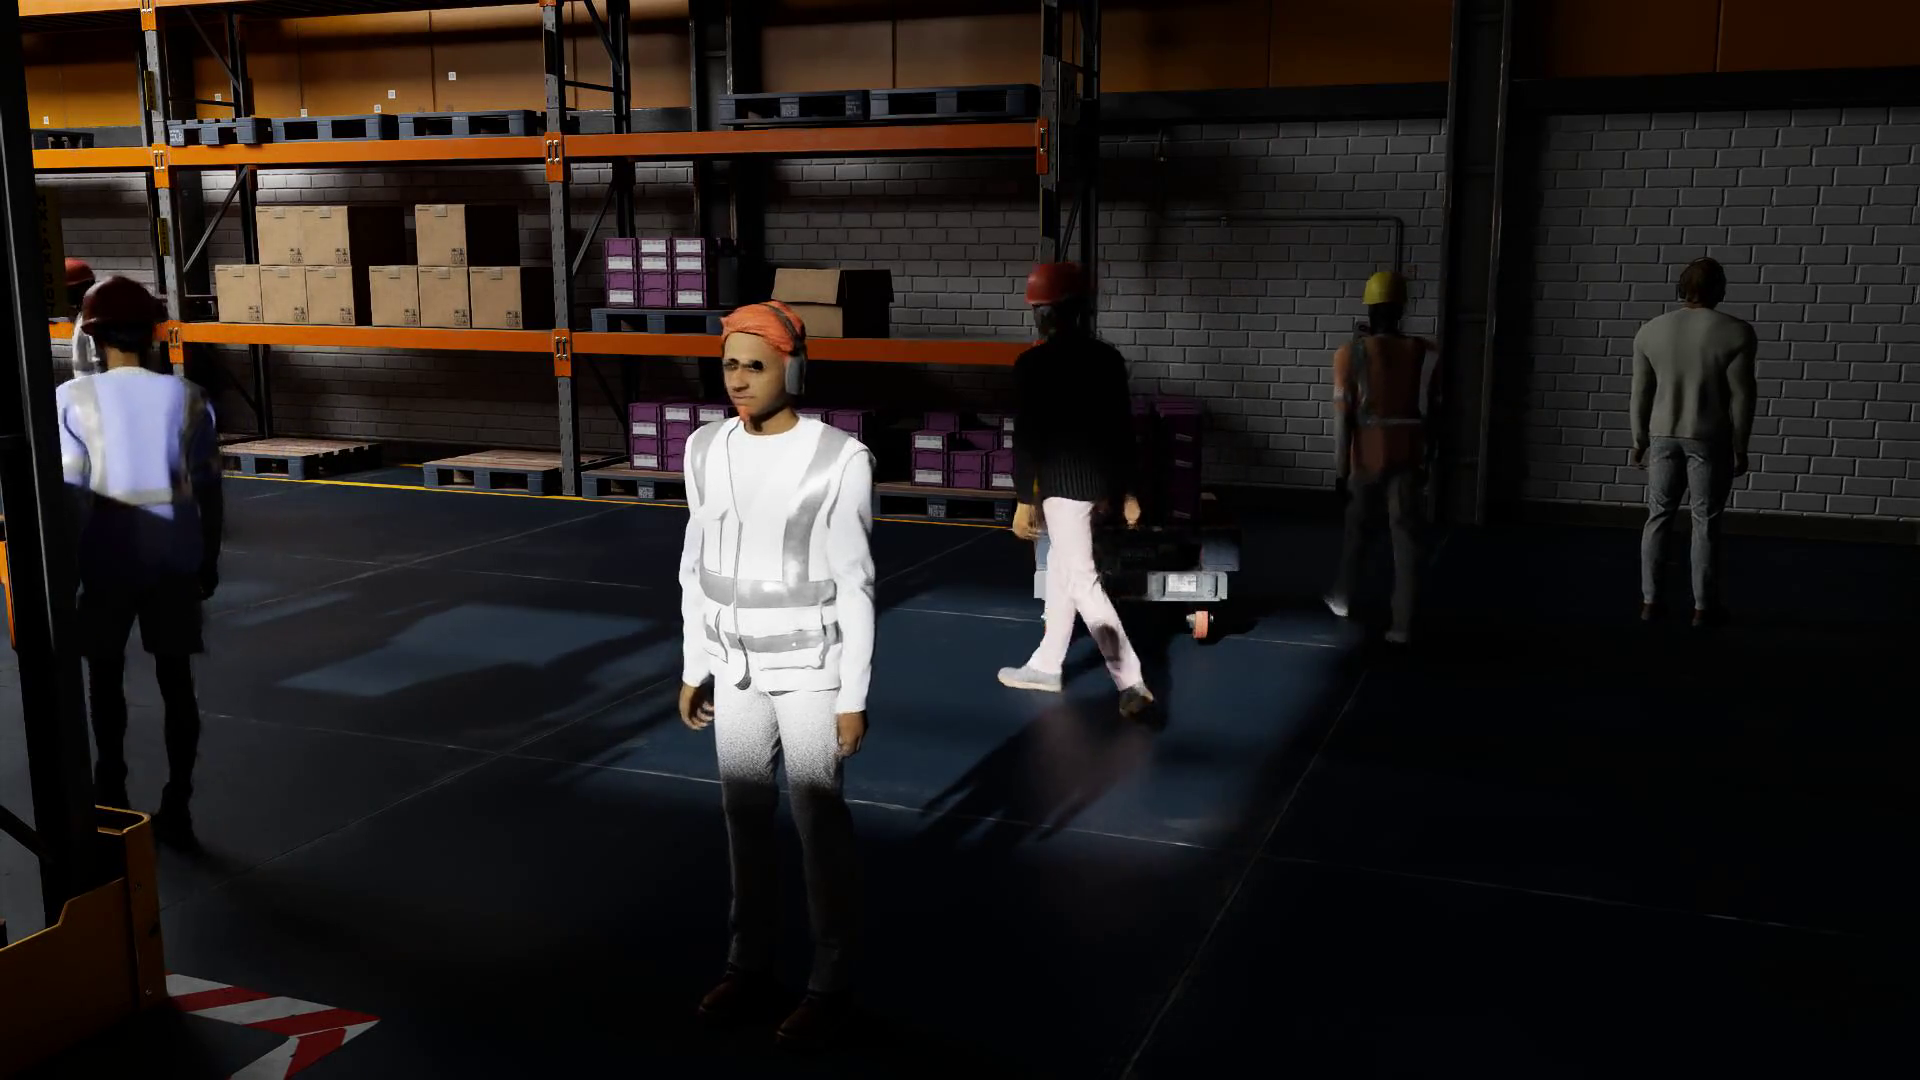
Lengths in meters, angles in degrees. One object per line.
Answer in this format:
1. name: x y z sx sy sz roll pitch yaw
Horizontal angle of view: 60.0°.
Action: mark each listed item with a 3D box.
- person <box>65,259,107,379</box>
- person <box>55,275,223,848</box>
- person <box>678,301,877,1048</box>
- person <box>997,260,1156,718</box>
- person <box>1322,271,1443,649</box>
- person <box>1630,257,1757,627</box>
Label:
1. person: -6.073 -1.018 11.734 0.486 1.916 0.686 -6 12 -31
2. person: -2.838 0.058 5.709 0.582 1.900 0.830 -9 13 -41
3. person: -0.466 0.339 4.230 0.579 1.878 0.345 6 12 31
4. person: 0.552 -0.221 7.174 0.929 1.955 0.613 9 14 42
5. person: 2.158 -0.428 8.527 0.600 1.867 1.013 -1 10 -5
6. person: 3.863 -0.513 8.804 0.627 1.940 0.375 9 14 41
